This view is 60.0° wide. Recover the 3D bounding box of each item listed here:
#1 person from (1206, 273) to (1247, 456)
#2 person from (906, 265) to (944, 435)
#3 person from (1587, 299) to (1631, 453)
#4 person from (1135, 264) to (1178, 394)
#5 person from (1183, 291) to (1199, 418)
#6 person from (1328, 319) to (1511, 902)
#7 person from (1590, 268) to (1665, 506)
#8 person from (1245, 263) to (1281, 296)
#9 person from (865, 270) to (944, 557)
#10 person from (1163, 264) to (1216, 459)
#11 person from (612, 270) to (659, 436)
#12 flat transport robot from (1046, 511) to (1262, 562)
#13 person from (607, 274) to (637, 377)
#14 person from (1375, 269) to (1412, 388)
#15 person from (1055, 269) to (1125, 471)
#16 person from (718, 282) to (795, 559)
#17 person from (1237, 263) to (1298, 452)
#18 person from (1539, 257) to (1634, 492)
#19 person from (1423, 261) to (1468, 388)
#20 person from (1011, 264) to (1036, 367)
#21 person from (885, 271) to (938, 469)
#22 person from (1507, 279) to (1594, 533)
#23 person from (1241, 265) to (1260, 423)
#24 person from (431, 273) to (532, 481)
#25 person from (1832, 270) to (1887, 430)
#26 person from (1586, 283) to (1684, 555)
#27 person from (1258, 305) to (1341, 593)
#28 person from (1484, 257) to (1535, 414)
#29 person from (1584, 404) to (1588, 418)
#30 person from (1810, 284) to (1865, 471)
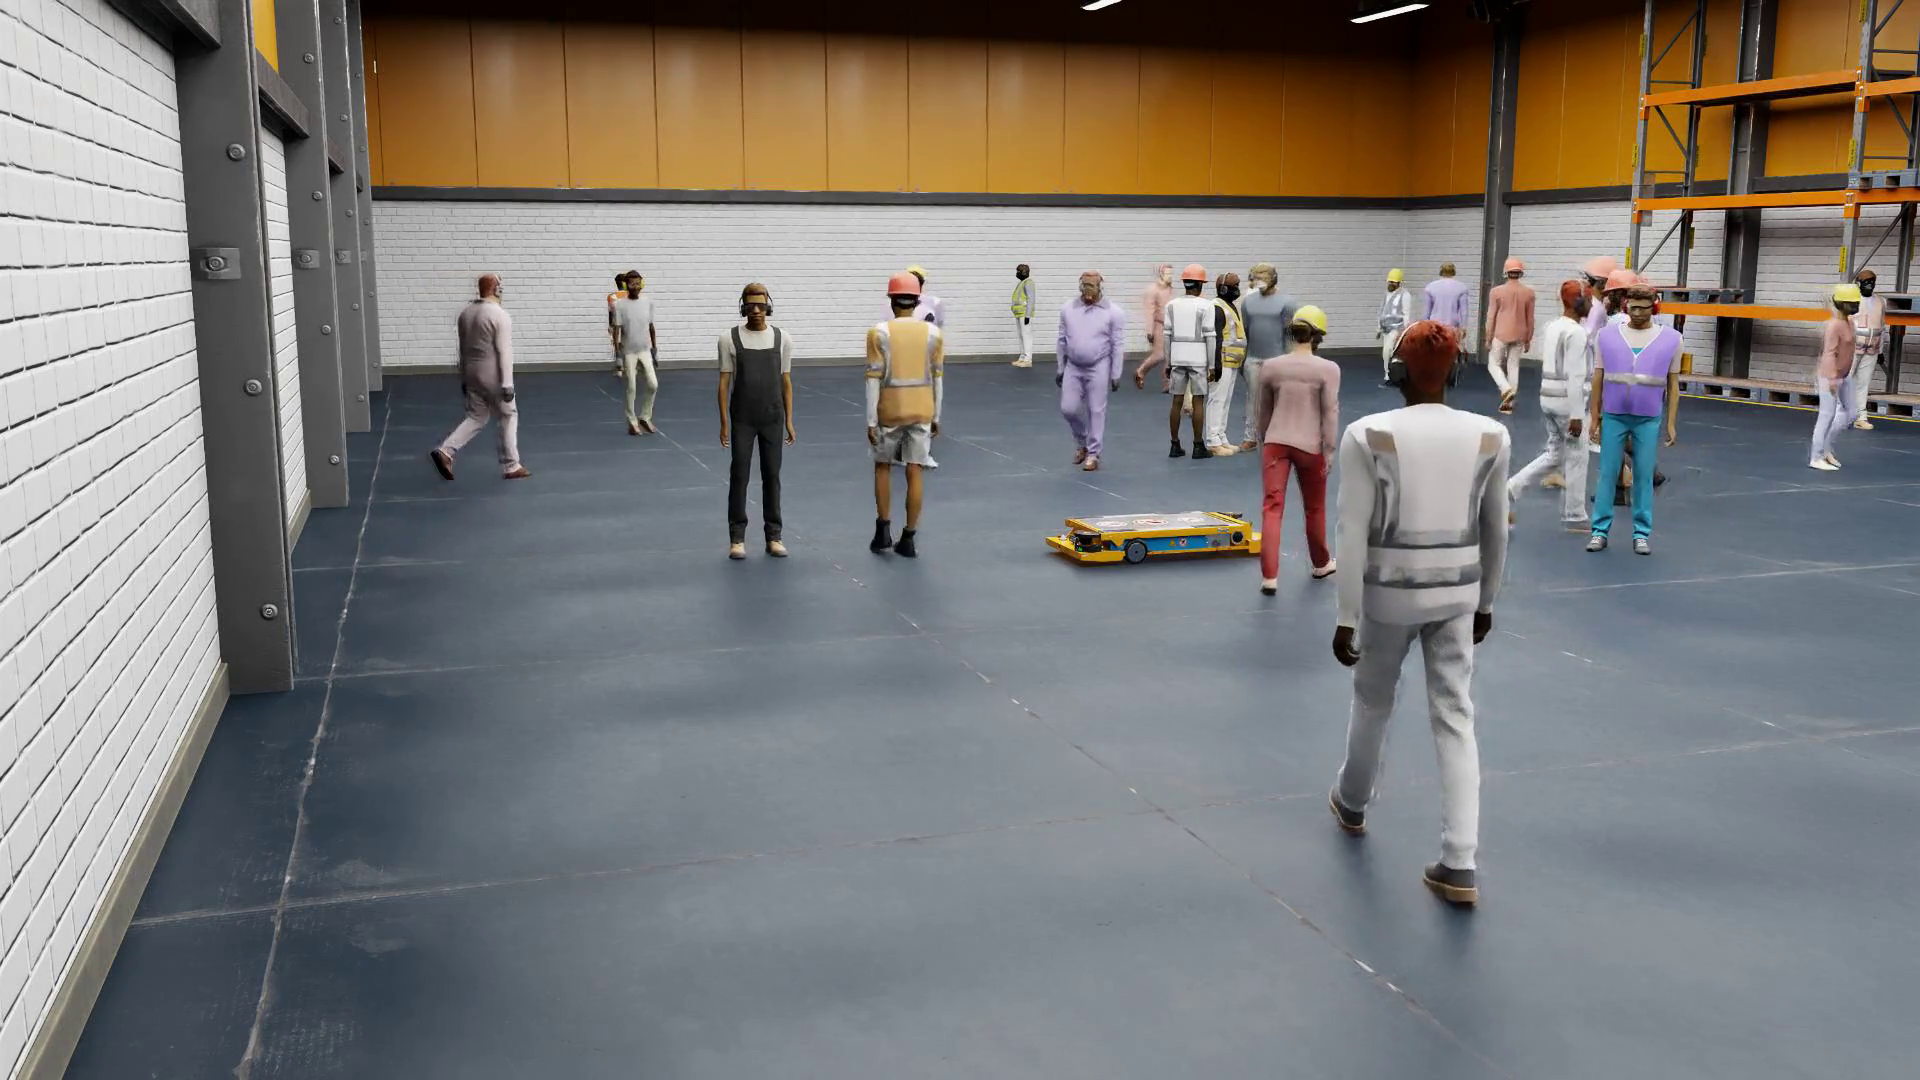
[{"bbox_3d":[2.684,-1.777,16.848,0.429,1.841,0.633,4,11,23],"label":"person"},{"bbox_3d":[-0.460,-2.040,18.173,0.605,1.908,0.458,-3,10,-18],"label":"person"},{"bbox_3d":[6.653,-1.664,16.821,0.552,1.614,0.655,-8,13,-39],"label":"person"},{"bbox_3d":[2.913,-3.060,24.133,0.682,1.887,0.658,10,14,44],"label":"person"},{"bbox_3d":[2.884,-2.339,20.794,0.491,1.603,0.804,3,10,15],"label":"person"},{"bbox_3d":[1.506,0.195,5.475,0.603,1.827,1.006,0,10,-3],"label":"person"},{"bbox_3d":[5.371,-1.227,13.443,0.500,1.916,0.564,9,14,44],"label":"person"},{"bbox_3d":[4.298,-2.958,23.518,0.668,1.898,0.540,-4,11,-24],"label":"person"},{"bbox_3d":[-0.381,-0.849,11.252,0.553,1.919,0.508,-2,10,-13],"label":"person"},{"bbox_3d":[2.302,-1.777,16.579,0.552,1.932,0.377,6,12,32],"label":"person"},{"bbox_3d":[-3.588,-2.073,18.528,0.570,1.848,0.515,-6,12,-32],"label":"person"},{"bbox_3d":[1.366,-0.035,11.305,1.431,0.197,0.652,-3,10,-17],"label":"flat transport robot"},{"bbox_3d":[-5.544,-3.524,27.374,0.530,1.697,0.321,-6,11,-30],"label":"person"},{"bbox_3d":[6.463,-3.175,25.052,0.592,1.797,0.637,-4,10,-21],"label":"person"},{"bbox_3d":[1.204,-1.593,15.626,0.669,1.891,0.420,4,11,22],"label":"person"},{"bbox_3d":[-1.359,-0.794,11.142,0.508,1.844,0.332,-3,10,-18],"label":"person"},{"bbox_3d":[3.117,-1.850,16.987,0.634,1.938,0.353,7,12,35],"label":"person"},{"bbox_3d":[5.480,-1.397,14.181,1.005,1.995,0.619,2,10,12],"label":"person"},{"bbox_3d":[7.234,-3.189,24.804,0.656,1.913,0.672,3,10,19],"label":"person"},{"bbox_3d":[1.135,-4.035,29.917,0.429,1.842,0.637,-2,10,-12],"label":"person"},{"bbox_3d":[-0.495,-1.606,15.813,0.375,1.868,0.691,-9,13,-42],"label":"person"},{"bbox_3d":[4.339,-0.965,12.106,0.748,1.860,0.584,0,10,-1],"label":"person"},{"bbox_3d":[3.620,-2.369,20.118,0.446,1.895,0.678,4,11,23],"label":"person"},{"bbox_3d":[-4.291,-1.449,14.893,0.681,1.870,0.829,7,12,36],"label":"person"},{"bbox_3d":[10.410,-2.192,19.251,0.623,1.844,0.429,-1,10,-5],"label":"person"},{"bbox_3d":[4.582,-0.820,11.318,0.564,1.837,0.399,5,11,25],"label":"person"},{"bbox_3d":[2.063,-0.560,10.140,0.551,1.707,0.883,6,11,30],"label":"person"},{"bbox_3d":[6.951,-2.568,21.003,0.640,1.981,0.519,-1,10,-5],"label":"person"},{"bbox_3d":[7.007,-1.975,18.717,0.507,1.587,0.850,1,10,7],"label":"person"},{"bbox_3d":[8.234,-1.518,15.603,0.545,1.750,0.400,-9,13,-41],"label":"person"}]
